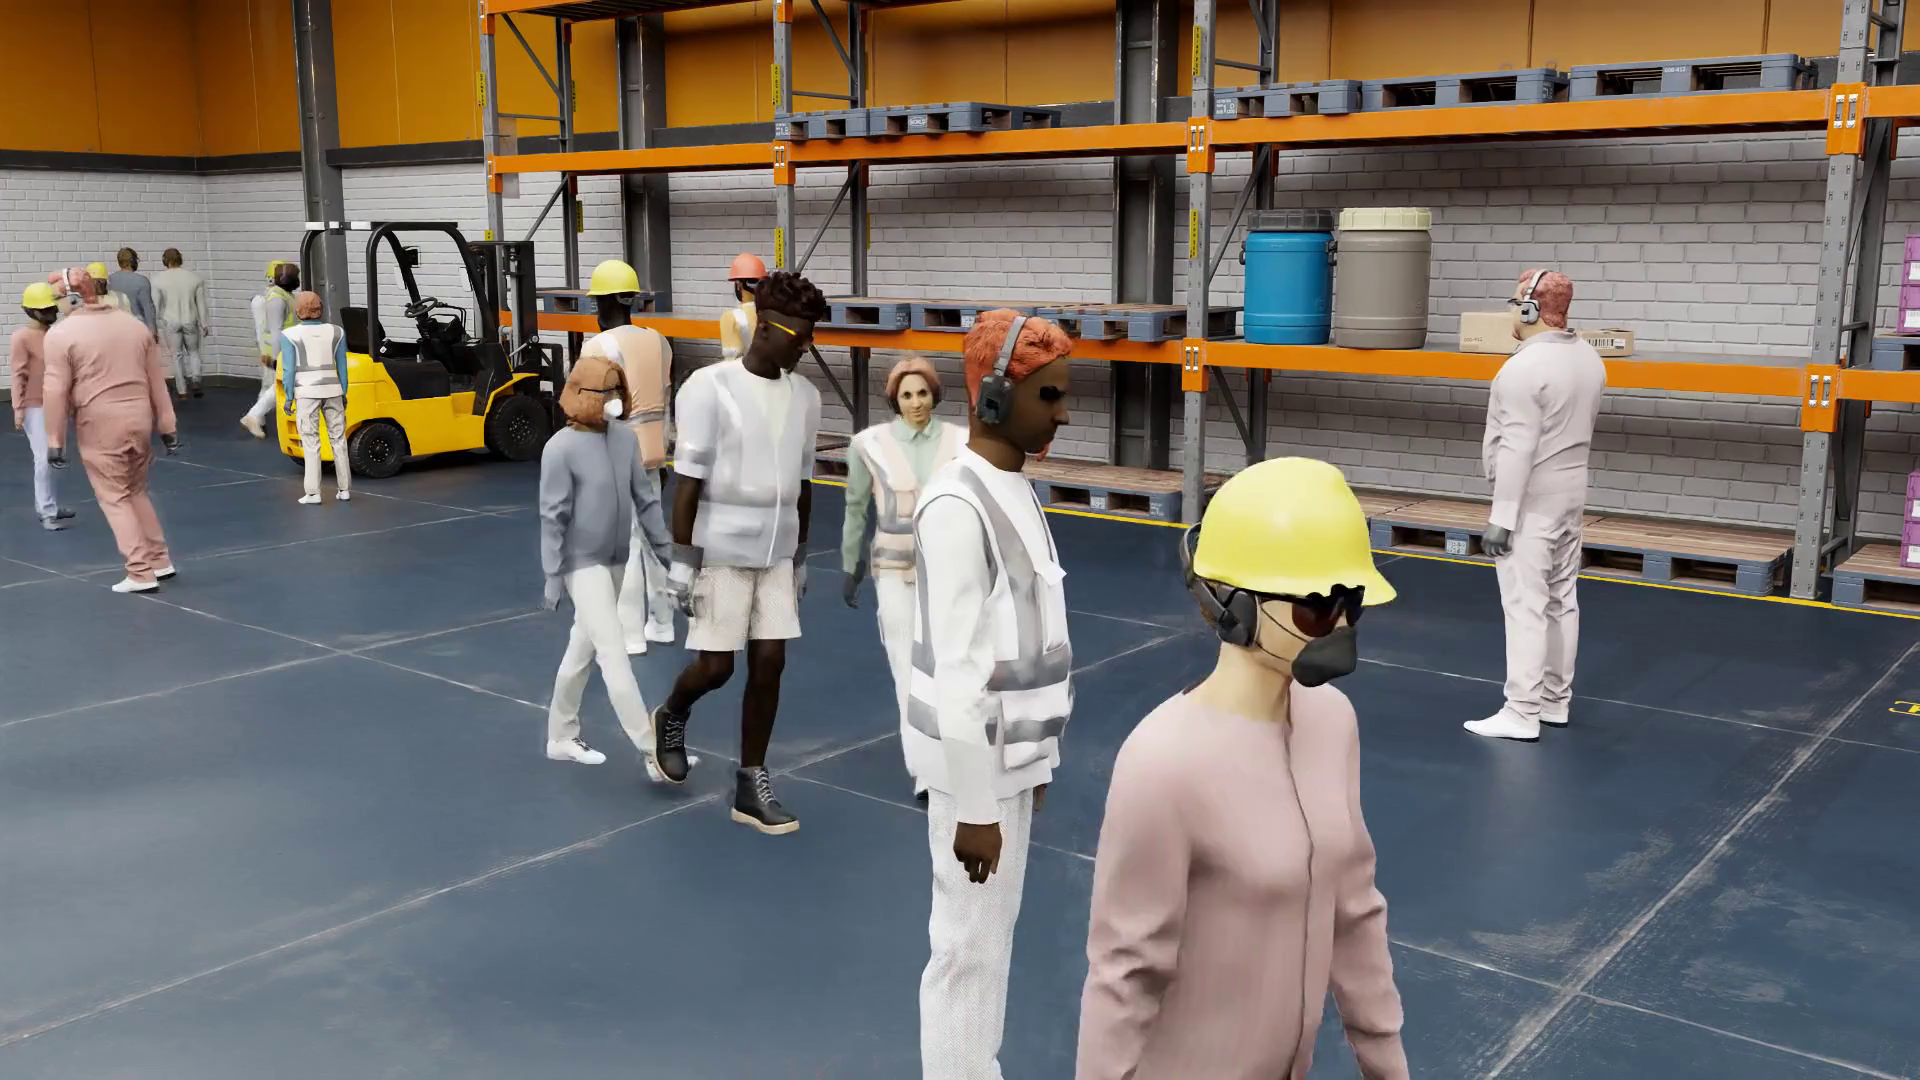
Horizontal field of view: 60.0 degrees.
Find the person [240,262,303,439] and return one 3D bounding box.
[{"bbox_3d":[-6.865,-1.896,16.805,0.891,1.811,0.657,-3,11,-15],"label":"person"}]

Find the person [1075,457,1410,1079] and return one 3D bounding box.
[{"bbox_3d":[0.460,0.763,2.207,0.739,1.736,0.553,8,13,38],"label":"person"}]

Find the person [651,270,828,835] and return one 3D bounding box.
[{"bbox_3d":[-0.803,0.029,5.791,0.686,1.923,0.670,-10,14,-43],"label":"person"}]

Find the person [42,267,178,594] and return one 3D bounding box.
[{"bbox_3d":[-4.852,-0.614,9.507,0.538,1.870,0.664,4,11,22],"label":"person"}]

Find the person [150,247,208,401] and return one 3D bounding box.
[{"bbox_3d":[-9.825,-2.705,20.919,0.658,1.928,0.418,-7,13,-36],"label":"person"}]

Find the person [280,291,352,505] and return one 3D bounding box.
[{"bbox_3d":[-4.933,-1.084,12.759,0.515,1.636,0.314,-9,14,-42],"label":"person"}]

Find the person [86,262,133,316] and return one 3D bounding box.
[{"bbox_3d":[-9.058,-2.045,17.630,0.583,1.802,0.888,-9,14,-41],"label":"person"}]

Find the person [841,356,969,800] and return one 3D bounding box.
[{"bbox_3d":[-0.117,0.135,6.079,0.578,1.593,0.820,-3,11,-15],"label":"person"}]

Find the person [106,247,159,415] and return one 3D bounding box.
[{"bbox_3d":[-9.536,-2.399,19.205,0.631,1.940,0.372,3,11,15],"label":"person"}]

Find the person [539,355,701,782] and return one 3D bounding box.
[{"bbox_3d":[-1.278,0.111,6.243,0.828,1.592,0.523,5,11,24],"label":"person"}]

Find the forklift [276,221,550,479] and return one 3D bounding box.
[{"bbox_3d":[-4.922,-1.741,14.854,1.214,2.155,2.313,8,13,38],"label":"forklift"}]

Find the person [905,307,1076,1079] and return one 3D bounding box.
[{"bbox_3d":[0.072,0.471,3.458,0.353,1.883,0.573,2,10,11],"label":"person"}]

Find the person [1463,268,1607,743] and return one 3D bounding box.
[{"bbox_3d":[2.316,-0.137,6.760,0.638,1.911,0.402,-9,14,-42],"label":"person"}]

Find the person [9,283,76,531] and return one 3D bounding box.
[{"bbox_3d":[-6.444,-0.941,11.743,0.503,1.732,0.654,2,10,9],"label":"person"}]

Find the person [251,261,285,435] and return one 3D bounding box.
[{"bbox_3d":[-7.110,-1.983,17.302,0.538,1.829,0.605,3,11,15],"label":"person"}]

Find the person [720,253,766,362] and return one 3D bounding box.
[{"bbox_3d":[-1.380,-0.920,11.017,0.375,1.935,0.551,9,14,42],"label":"person"}]

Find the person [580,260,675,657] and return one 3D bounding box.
[{"bbox_3d":[-1.641,-0.393,8.123,0.385,1.925,0.592,5,12,28],"label":"person"}]
